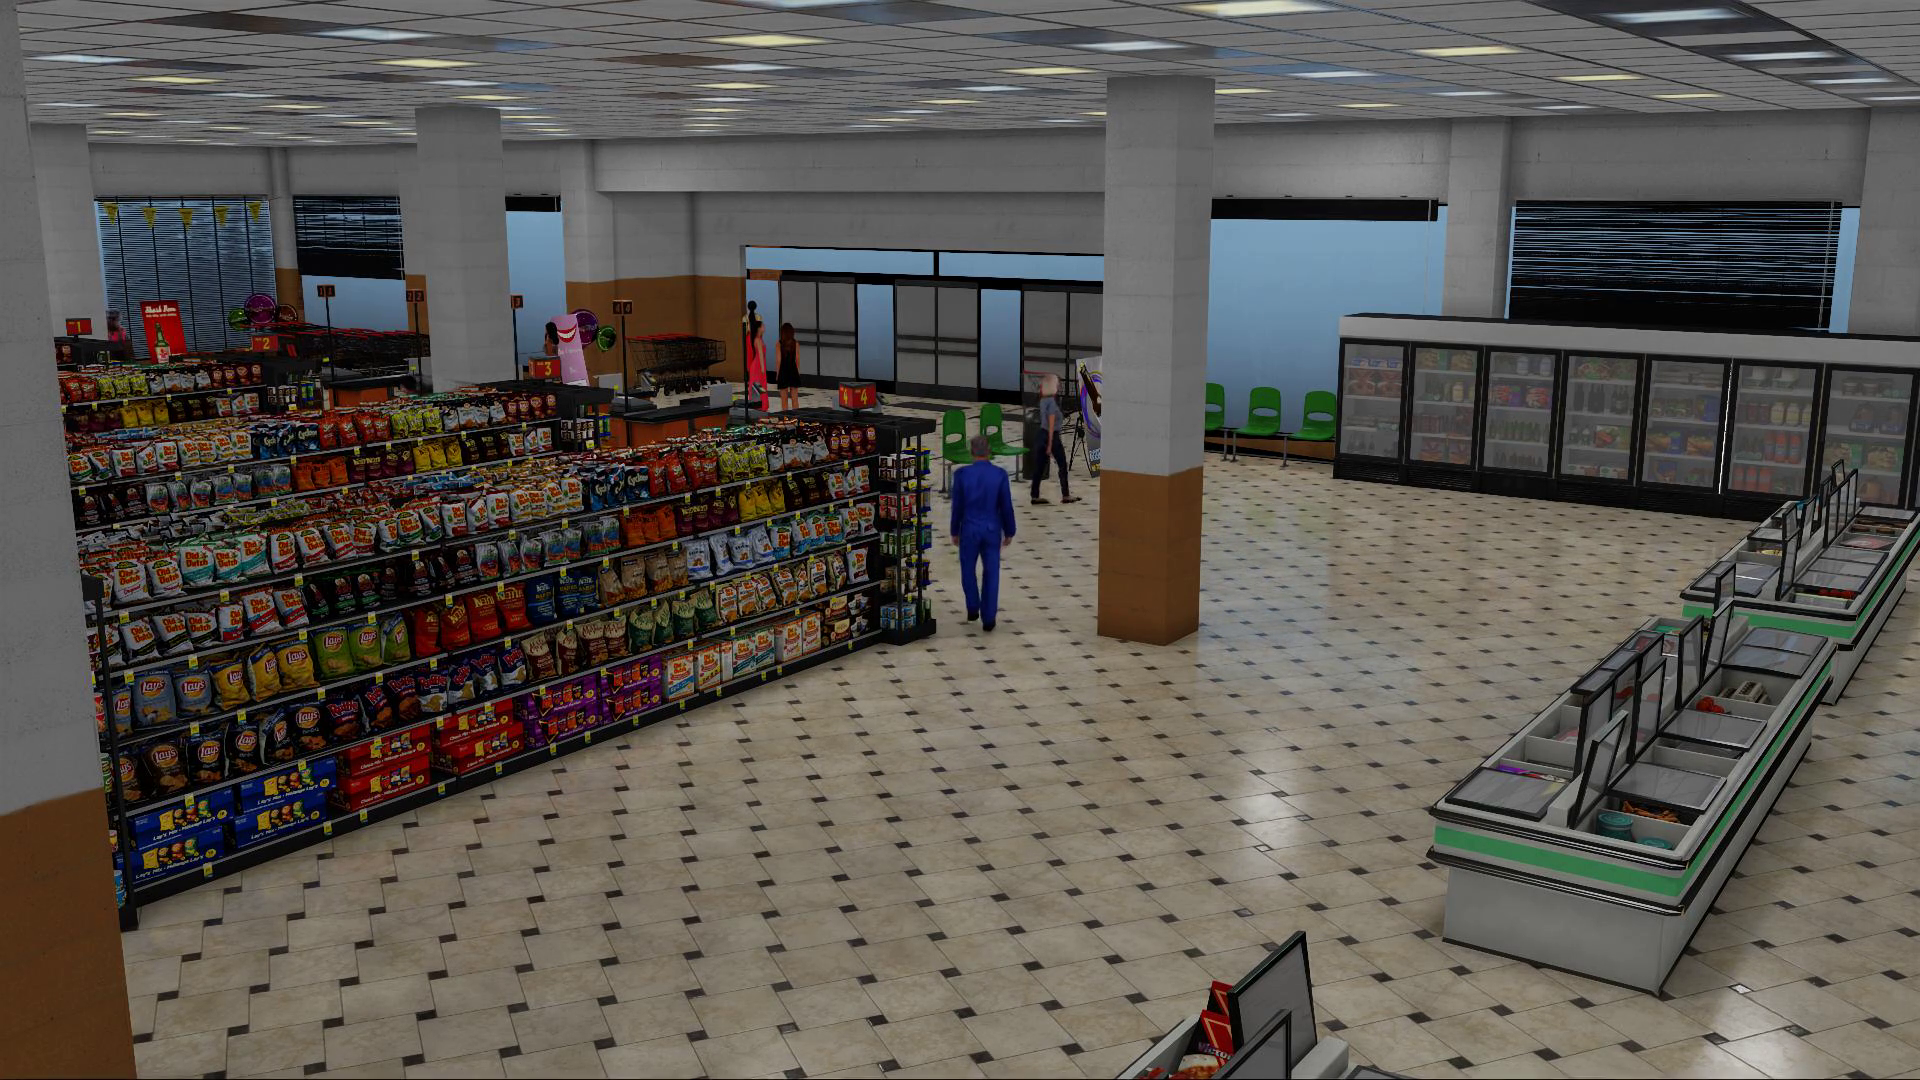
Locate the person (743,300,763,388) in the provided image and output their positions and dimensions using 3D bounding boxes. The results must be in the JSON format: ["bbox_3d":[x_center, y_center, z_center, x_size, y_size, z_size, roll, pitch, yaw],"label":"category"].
[{"bbox_3d":[-4.295,-4.076,34.542,0.632,1.793,0.736,-5,13,-23],"label":"person"}]

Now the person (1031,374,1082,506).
[{"bbox_3d":[1.067,-1.277,21.482,0.975,1.697,0.852,-5,13,-21],"label":"person"}]

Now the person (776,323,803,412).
[{"bbox_3d":[-2.919,-2.765,28.217,0.631,1.834,0.727,-5,13,-21],"label":"person"}]

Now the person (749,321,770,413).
[{"bbox_3d":[-3.638,-3.104,30.087,0.750,1.726,0.716,-4,13,-19],"label":"person"}]

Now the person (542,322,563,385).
[{"bbox_3d":[-7.541,-3.217,30.819,0.784,1.645,0.642,1,12,7],"label":"person"}]

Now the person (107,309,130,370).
[{"bbox_3d":[-16.767,-3.710,33.001,0.667,1.712,0.942,11,16,43],"label":"person"}]

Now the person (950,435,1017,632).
[{"bbox_3d":[0.188,-0.044,15.351,0.893,1.811,0.904,1,12,3],"label":"person"}]
